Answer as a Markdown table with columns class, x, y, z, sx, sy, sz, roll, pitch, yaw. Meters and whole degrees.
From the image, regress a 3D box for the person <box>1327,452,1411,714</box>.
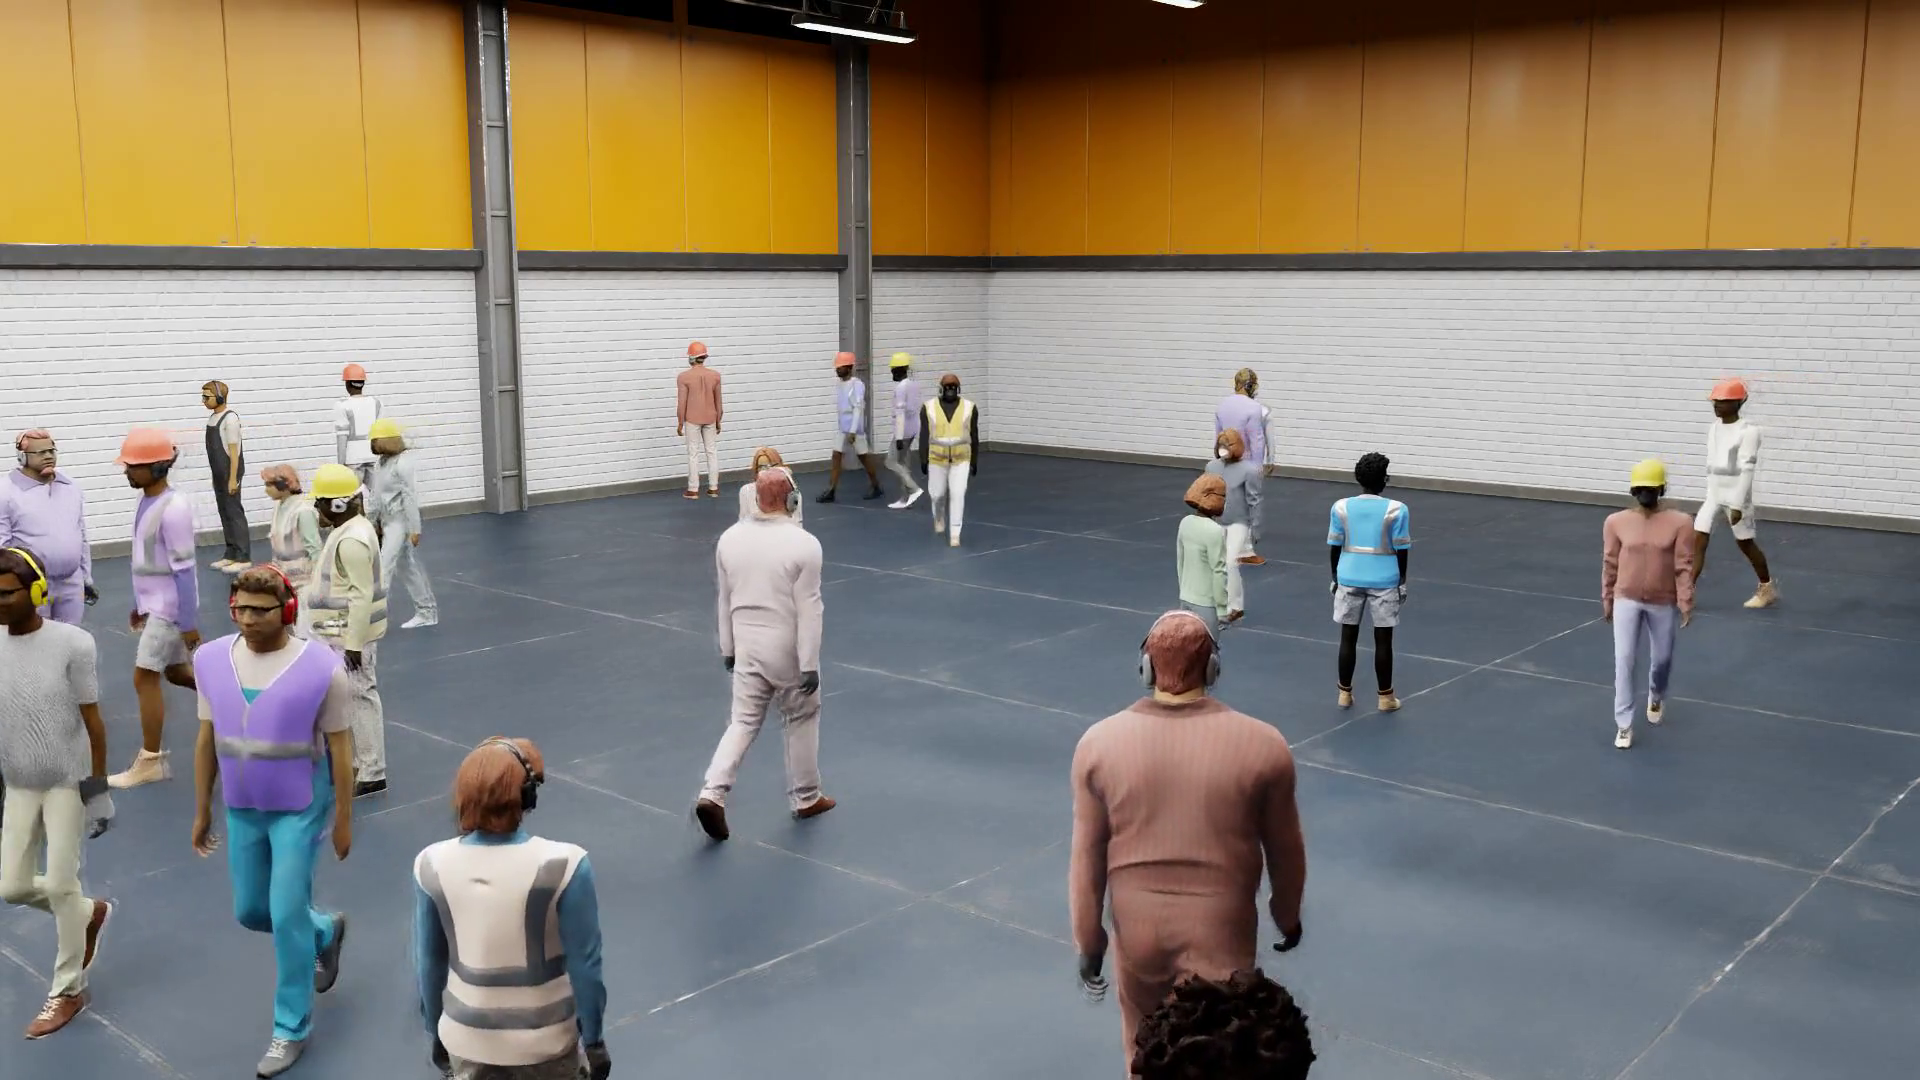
| class | x | y | z | sx | sy | sz | roll | pitch | yaw |
| --- | --- | --- | --- | --- | --- | --- | --- | --- | --- |
| person | 2.648 | 0.277 | 10.788 | 0.533 | 1.698 | 0.322 | 5 | 10 | 29 |

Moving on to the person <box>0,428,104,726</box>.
| class | x | y | z | sx | sy | sz | roll | pitch | yaw |
| --- | --- | --- | --- | --- | --- | --- | --- | --- | --- |
| person | -5.587 | 0.268 | 10.192 | 0.407 | 1.910 | 0.638 | 4 | 10 | 24 |

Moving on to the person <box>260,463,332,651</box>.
| class | x | y | z | sx | sy | sz | roll | pitch | yaw |
| --- | --- | --- | --- | --- | --- | --- | --- | --- | --- |
| person | -4.338 | 0.294 | 10.939 | 0.391 | 1.608 | 0.552 | -8 | 12 | -43 |

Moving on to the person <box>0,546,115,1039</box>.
| class | x | y | z | sx | sy | sz | roll | pitch | yaw |
| --- | --- | --- | --- | --- | --- | --- | --- | --- | --- |
| person | -3.451 | 0.916 | 6.330 | 0.530 | 1.846 | 0.545 | 1 | 9 | 4 |

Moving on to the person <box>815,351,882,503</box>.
| class | x | y | z | sx | sy | sz | roll | pitch | yaw |
| --- | --- | --- | --- | --- | --- | --- | --- | --- | --- |
| person | -1.364 | -1.413 | 20.825 | 0.982 | 1.896 | 0.566 | -9 | 13 | -43 |

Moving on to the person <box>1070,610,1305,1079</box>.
| class | x | y | z | sx | sy | sz | roll | pitch | yaw |
| --- | --- | --- | --- | --- | --- | --- | --- | --- | --- |
| person | 0.681 | 1.130 | 4.968 | 0.660 | 1.852 | 1.010 | 3 | 9 | 17 |

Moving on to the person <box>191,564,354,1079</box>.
| class | x | y | z | sx | sy | sz | roll | pitch | yaw |
| --- | --- | --- | --- | --- | --- | --- | --- | --- | --- |
| person | -2.468 | 0.962 | 6.108 | 0.582 | 1.822 | 0.705 | 2 | 9 | 11 |

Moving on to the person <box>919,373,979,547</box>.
| class | x | y | z | sx | sy | sz | roll | pitch | yaw |
| --- | --- | --- | --- | --- | --- | --- | --- | --- | --- |
| person | -0.117 | -0.867 | 17.609 | 0.633 | 1.818 | 0.738 | 0 | 9 | 0 |

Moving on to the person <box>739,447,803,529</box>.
| class | x | y | z | sx | sy | sz | roll | pitch | yaw |
| --- | --- | --- | --- | --- | --- | --- | --- | --- | --- |
| person | -1.352 | 0.142 | 11.876 | 0.505 | 1.628 | 0.276 | 4 | 10 | 23 |

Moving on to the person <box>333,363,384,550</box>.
| class | x | y | z | sx | sy | sz | roll | pitch | yaw |
| --- | --- | --- | --- | --- | --- | --- | --- | --- | --- |
| person | -6.150 | -0.835 | 17.024 | 0.379 | 1.938 | 0.547 | 7 | 12 | 38 |

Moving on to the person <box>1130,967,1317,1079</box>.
| class | x | y | z | sx | sy | sz | roll | pitch | yaw |
| --- | --- | --- | --- | --- | --- | --- | --- | --- | --- |
| person | 0.448 | 1.504 | 2.323 | 0.630 | 1.940 | 0.535 | 5 | 11 | 30 |

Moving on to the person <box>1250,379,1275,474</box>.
| class | x | y | z | sx | sy | sz | roll | pitch | yaw |
| --- | --- | --- | --- | --- | --- | --- | --- | --- | --- |
| person | 3.065 | -0.893 | 17.862 | 0.602 | 1.798 | 0.875 | 3 | 9 | 17 |

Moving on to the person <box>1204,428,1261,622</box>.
| class | x | y | z | sx | sy | sz | roll | pitch | yaw |
| --- | --- | --- | --- | --- | --- | --- | --- | --- | --- |
| person | 2.124 | -0.089 | 13.392 | 0.752 | 1.605 | 0.511 | -8 | 12 | -41 |

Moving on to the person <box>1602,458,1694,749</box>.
| class | x | y | z | sx | sy | sz | roll | pitch | yaw |
| --- | --- | --- | --- | --- | --- | --- | --- | --- | --- |
| person | 4.191 | 0.351 | 10.169 | 0.521 | 1.740 | 0.782 | 4 | 10 | 22 |

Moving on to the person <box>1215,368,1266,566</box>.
| class | x | y | z | sx | sy | sz | roll | pitch | yaw |
| --- | --- | --- | --- | --- | --- | --- | --- | --- | --- |
| person | 2.749 | -0.713 | 16.272 | 0.370 | 1.934 | 0.627 | -5 | 11 | -31 |

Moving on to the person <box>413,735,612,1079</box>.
| class | x | y | z | sx | sy | sz | roll | pitch | yaw |
| --- | --- | --- | --- | --- | --- | --- | --- | --- | --- |
| person | -1.191 | 1.328 | 4.392 | 0.536 | 1.624 | 0.413 | 2 | 9 | 10 |

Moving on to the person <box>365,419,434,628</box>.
| class | x | y | z | sx | sy | sz | roll | pitch | yaw |
| --- | --- | --- | --- | --- | --- | --- | --- | --- | --- |
| person | -4.555 | -0.095 | 13.116 | 0.883 | 1.701 | 0.498 | -8 | 12 | -42 |

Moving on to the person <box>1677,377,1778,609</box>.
| class | x | y | z | sx | sy | sz | roll | pitch | yaw |
| --- | --- | --- | --- | --- | --- | --- | --- | --- | --- |
| person | 6.488 | -0.377 | 14.016 | 1.086 | 1.990 | 0.623 | -2 | 9 | -15 |

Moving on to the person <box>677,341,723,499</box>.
| class | x | y | z | sx | sy | sz | roll | pitch | yaw |
| --- | --- | --- | --- | --- | --- | --- | --- | --- | --- |
| person | -3.309 | -1.521 | 21.145 | 0.620 | 1.996 | 0.372 | -6 | 11 | -32 |

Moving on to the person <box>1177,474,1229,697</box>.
| class | x | y | z | sx | sy | sz | roll | pitch | yaw |
| --- | --- | --- | --- | --- | --- | --- | --- | --- | --- |
| person | 1.497 | 0.404 | 10.193 | 0.278 | 1.633 | 0.497 | -3 | 10 | -20 |

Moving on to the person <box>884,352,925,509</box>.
| class | x | y | z | sx | sy | sz | roll | pitch | yaw |
| --- | --- | --- | --- | --- | --- | --- | --- | --- | --- |
| person | -0.699 | -1.311 | 20.090 | 0.420 | 1.909 | 0.601 | 2 | 9 | 12 |

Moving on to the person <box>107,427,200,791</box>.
| class | x | y | z | sx | sy | sz | roll | pitch | yaw |
| --- | --- | --- | --- | --- | --- | --- | --- | --- | --- |
| person | -4.378 | 0.353 | 9.353 | 0.907 | 2.015 | 0.618 | -7 | 11 | -36 |

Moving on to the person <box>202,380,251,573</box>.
| class | x | y | z | sx | sy | sz | roll | pitch | yaw |
| --- | --- | --- | --- | --- | --- | --- | --- | --- | --- |
| person | -7.030 | -0.608 | 15.913 | 0.505 | 1.842 | 0.332 | 9 | 12 | 43 |

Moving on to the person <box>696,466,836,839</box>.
| class | x | y | z | sx | sy | sz | roll | pitch | yaw |
| --- | --- | --- | --- | --- | --- | --- | --- | --- | --- |
| person | -0.998 | 0.569 | 8.436 | 0.655 | 1.877 | 0.891 | 5 | 10 | 29 |

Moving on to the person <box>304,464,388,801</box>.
| class | x | y | z | sx | sy | sz | roll | pitch | yaw |
| --- | --- | --- | --- | --- | --- | --- | --- | --- | --- |
| person | -3.312 | 0.494 | 9.020 | 0.404 | 1.827 | 0.601 | -3 | 10 | -21 |
